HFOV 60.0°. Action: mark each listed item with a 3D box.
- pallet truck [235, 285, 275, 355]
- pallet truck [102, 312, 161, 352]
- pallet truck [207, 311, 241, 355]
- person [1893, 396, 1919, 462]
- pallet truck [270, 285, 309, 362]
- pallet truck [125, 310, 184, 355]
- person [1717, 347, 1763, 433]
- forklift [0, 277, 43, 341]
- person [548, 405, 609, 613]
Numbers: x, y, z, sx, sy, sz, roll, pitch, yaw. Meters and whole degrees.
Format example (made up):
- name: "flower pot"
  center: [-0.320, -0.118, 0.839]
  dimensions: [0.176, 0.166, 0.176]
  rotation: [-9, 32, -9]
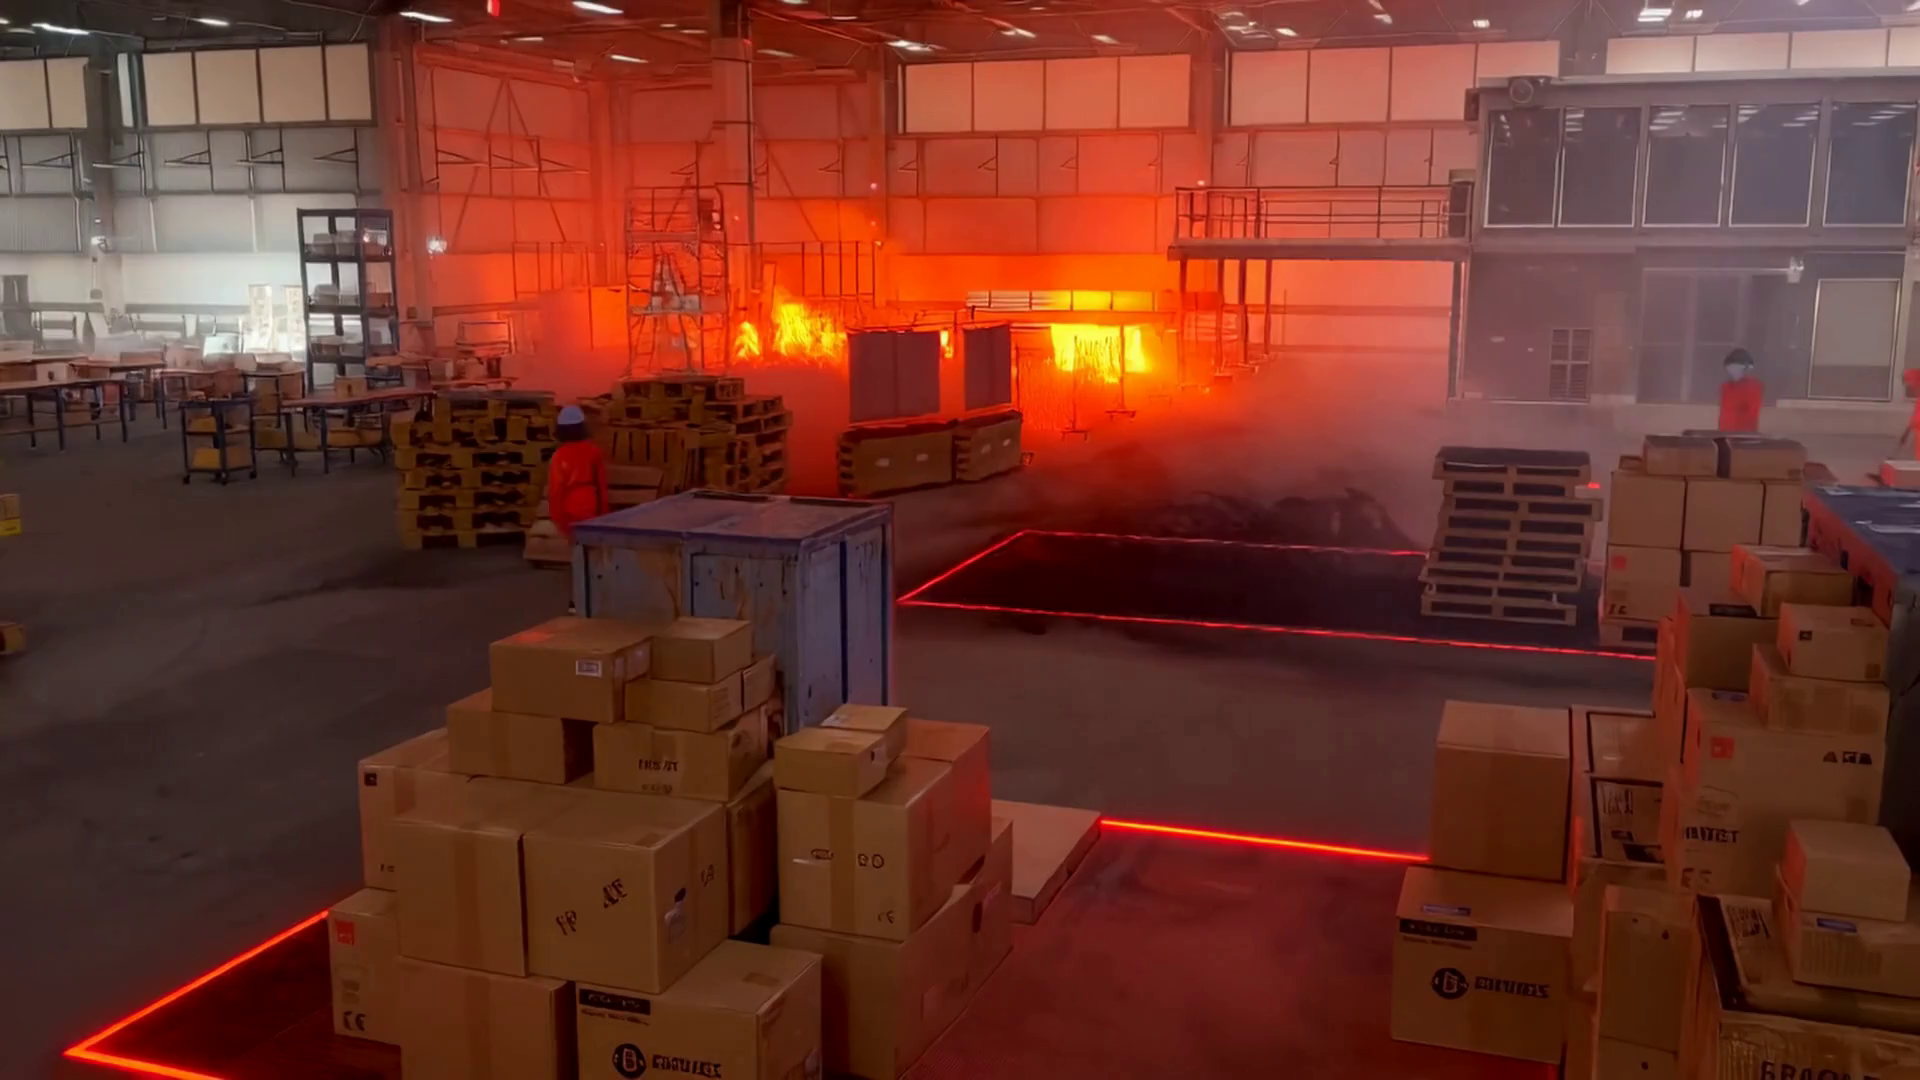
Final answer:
- name: "pallet truck"
  center: [-18.327, -5.835, 44.421]
  dimensions: [0.823, 1.965, 1.885]
  rotation: [4, 11, 23]
- name: "pallet truck"
  center: [-23.057, -5.777, 46.261]
  dimensions: [0.680, 1.201, 1.601]
  rotation: [3, 11, 19]
- name: "pallet truck"
  center: [-19.537, -5.575, 44.913]
  dimensions: [0.653, 1.274, 1.630]
  rotation: [3, 11, 19]
- name: "person"
  center: [9.843, -0.857, 16.746]
  dimensions: [0.616, 1.870, 0.931]
  rotation: [-3, 10, -15]
- name: "pallet truck"
  center: [-17.147, -5.700, 43.663]
  dimensions: [0.823, 1.965, 1.885]
  rotation: [3, 11, 17]
- name: "pallet truck"
  center: [-22.038, -5.665, 45.457]
  dimensions: [0.704, 1.261, 1.522]
  rotation: [3, 11, 17]
- name: "person"
  center: [8.143, -1.033, 17.457]
  dimensions: [0.447, 1.981, 0.614]
  rotation: [-2, 10, -12]
- name: "forklift"
  center: [-27.151, -6.329, 46.328]
  dimensions: [1.157, 1.987, 2.680]
  rotation: [3, 11, 17]
- name: "person"
  center: [-3.152, -0.242, 13.654]
  dimensions: [0.414, 1.725, 0.513]
  rotation: [9, 13, 41]
